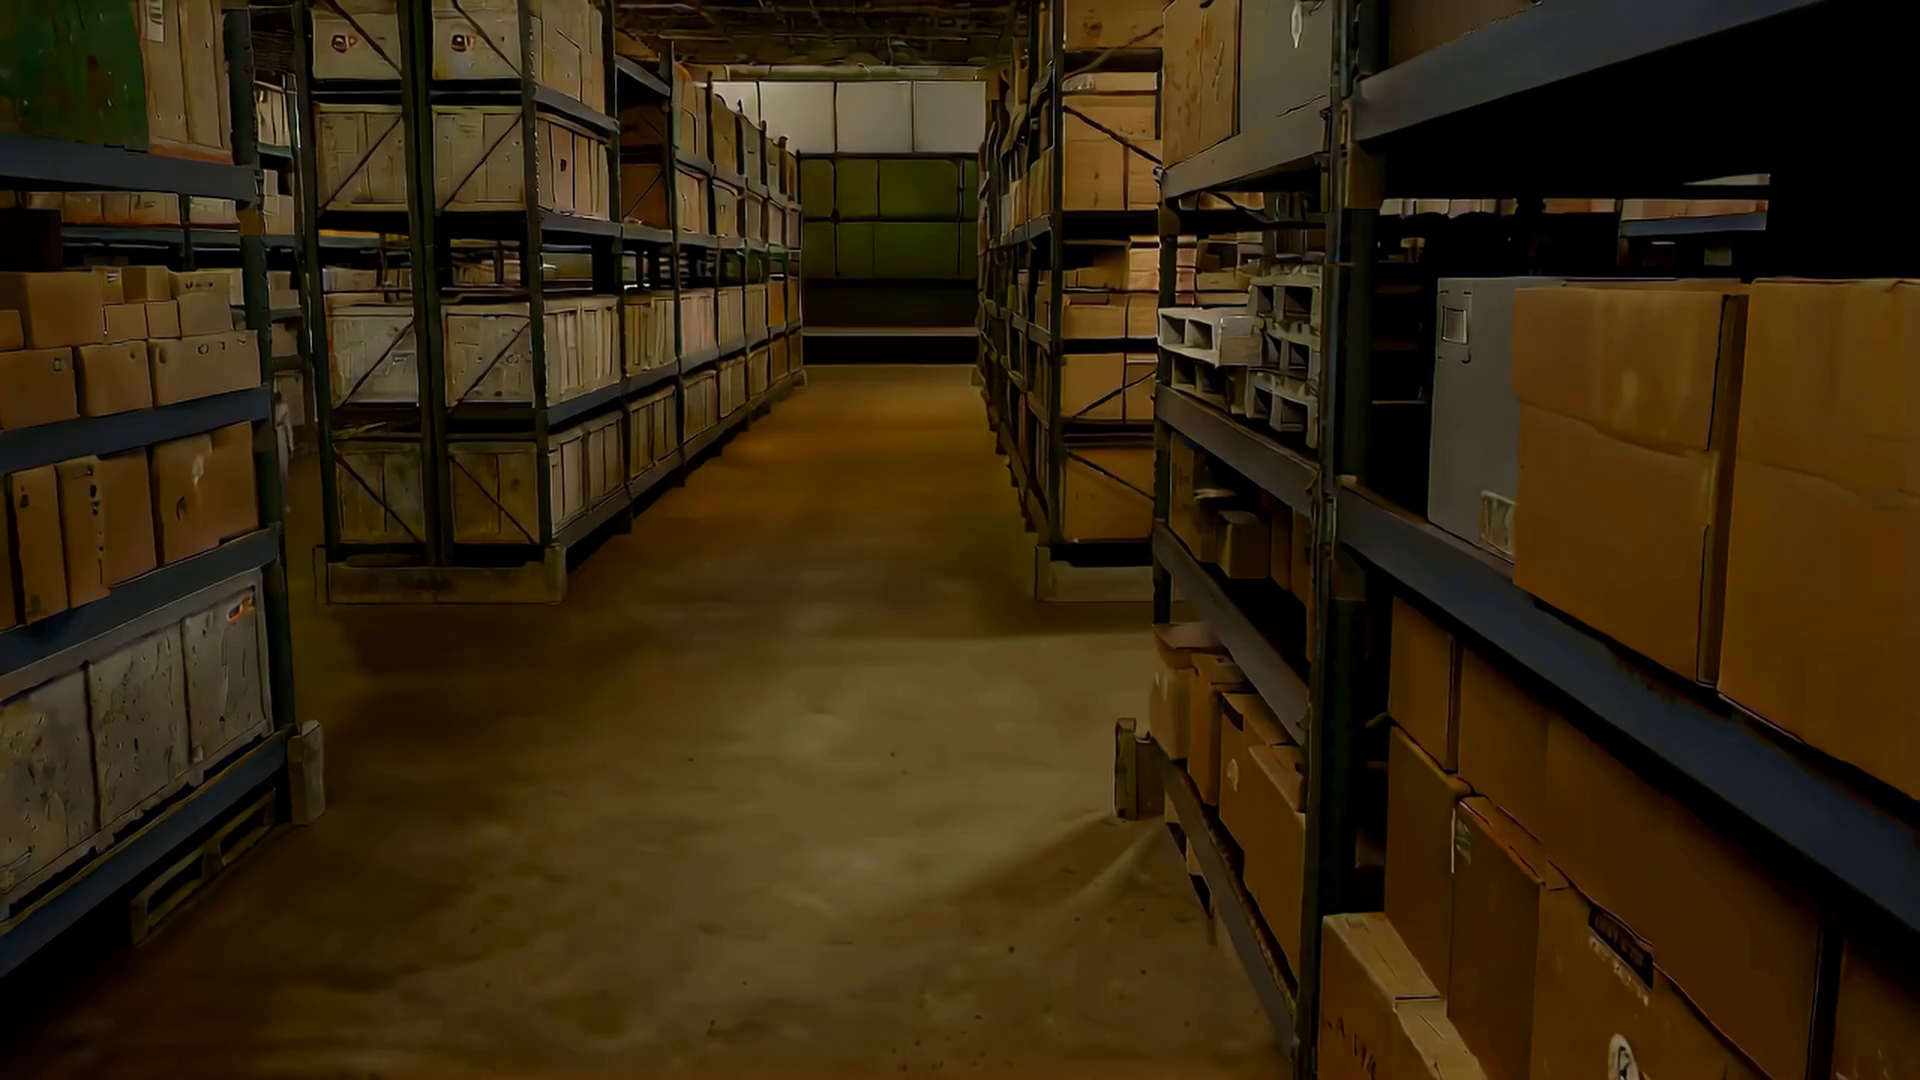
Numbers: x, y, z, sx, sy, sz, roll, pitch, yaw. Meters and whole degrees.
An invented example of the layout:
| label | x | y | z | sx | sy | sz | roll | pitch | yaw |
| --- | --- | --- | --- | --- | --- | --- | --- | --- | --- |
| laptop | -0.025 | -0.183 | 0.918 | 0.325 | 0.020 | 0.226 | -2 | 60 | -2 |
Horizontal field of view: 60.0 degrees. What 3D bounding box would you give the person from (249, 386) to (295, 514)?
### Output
| label | x | y | z | sx | sy | sz | roll | pitch | yaw |
| --- | --- | --- | --- | --- | --- | --- | --- | --- | --- |
| person | -8.327 | -1.099 | 20.123 | 0.502 | 1.728 | 0.377 | -3 | 10 | -16 |
